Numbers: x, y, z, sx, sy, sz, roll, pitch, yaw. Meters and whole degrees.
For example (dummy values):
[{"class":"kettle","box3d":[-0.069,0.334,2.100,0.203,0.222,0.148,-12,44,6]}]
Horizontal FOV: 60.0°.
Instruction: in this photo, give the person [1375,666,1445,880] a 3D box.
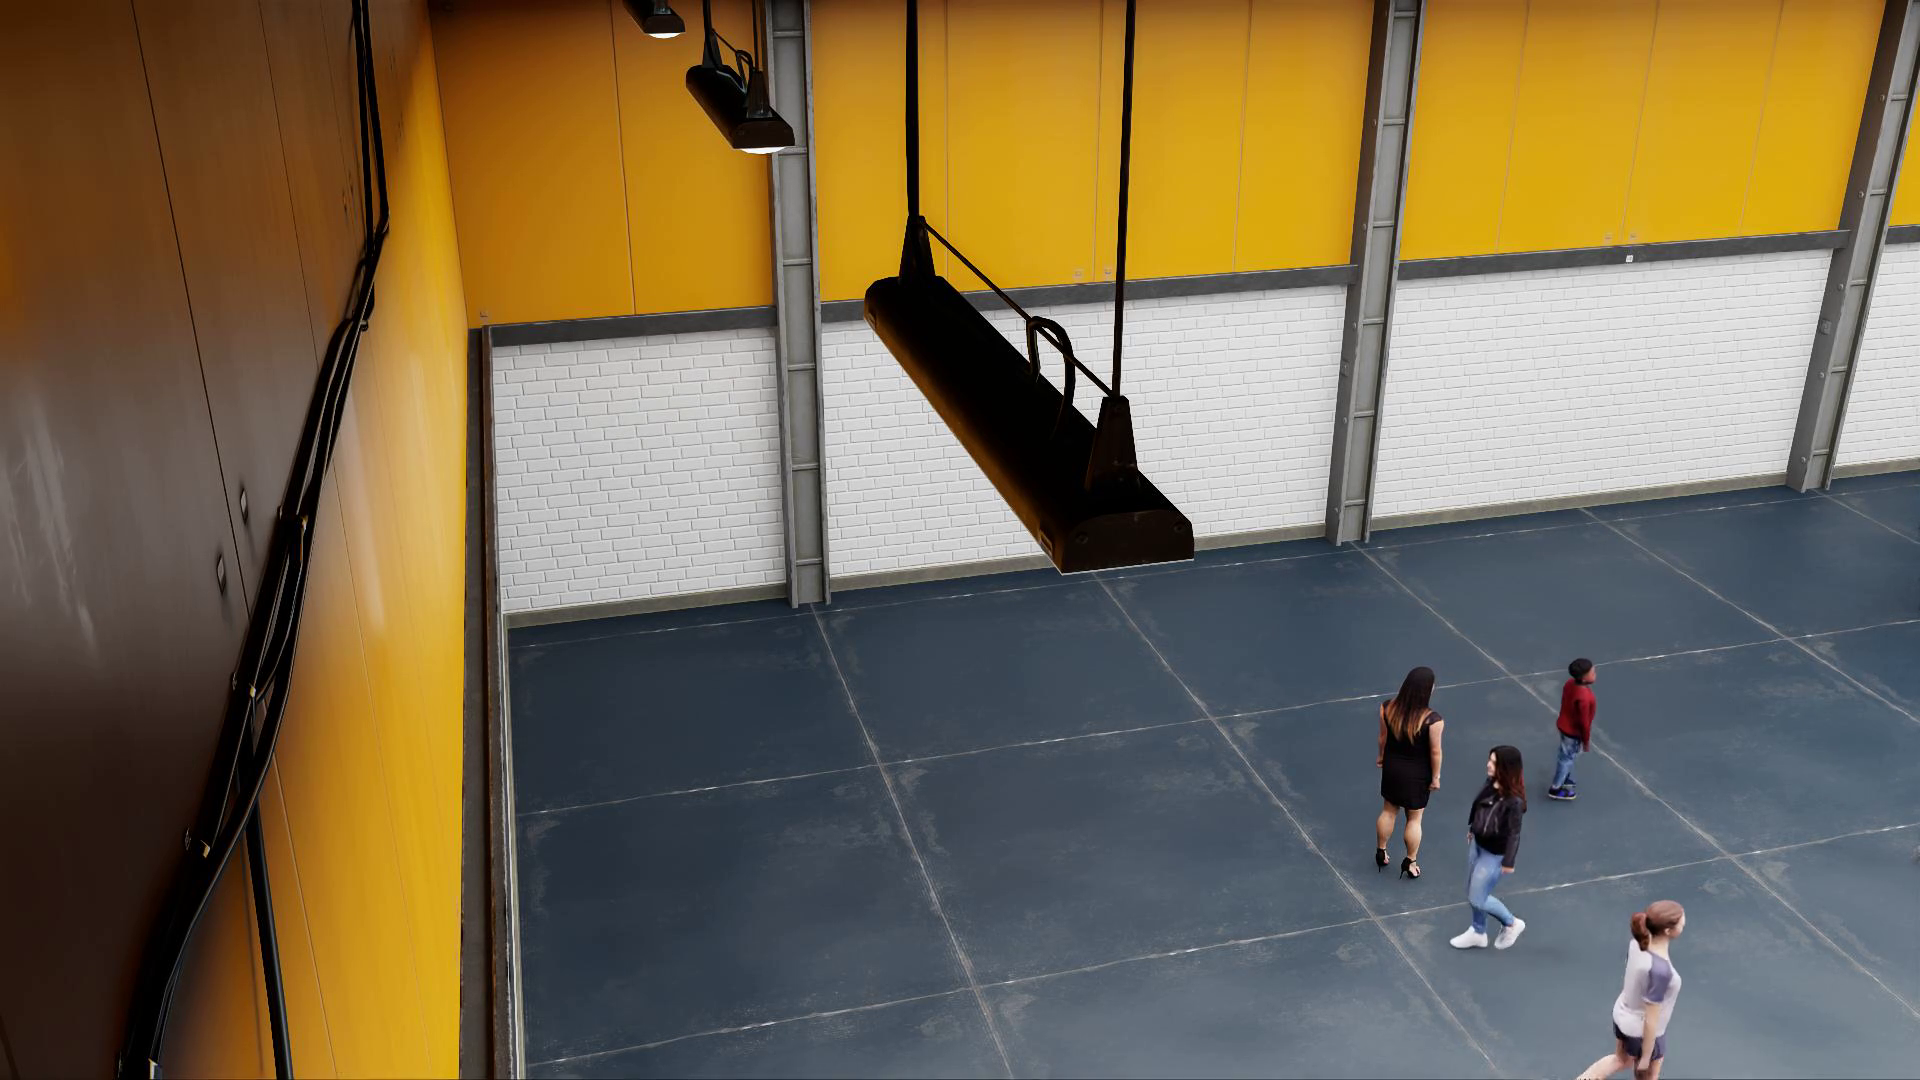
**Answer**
[{"class":"person","box3d":[3.288,1.709,12.229,0.762,1.717,0.790,18,30,36]}]

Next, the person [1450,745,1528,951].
[{"class":"person","box3d":[3.712,2.124,11.396,0.769,1.625,0.719,-1,24,-3]}]

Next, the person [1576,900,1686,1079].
[{"class":"person","box3d":[3.856,2.818,9.648,0.922,1.753,0.673,-2,24,-4]}]

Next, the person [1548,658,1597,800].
[{"class":"person","box3d":[4.828,1.506,13.280,0.557,1.247,0.558,-1,24,-2]}]
